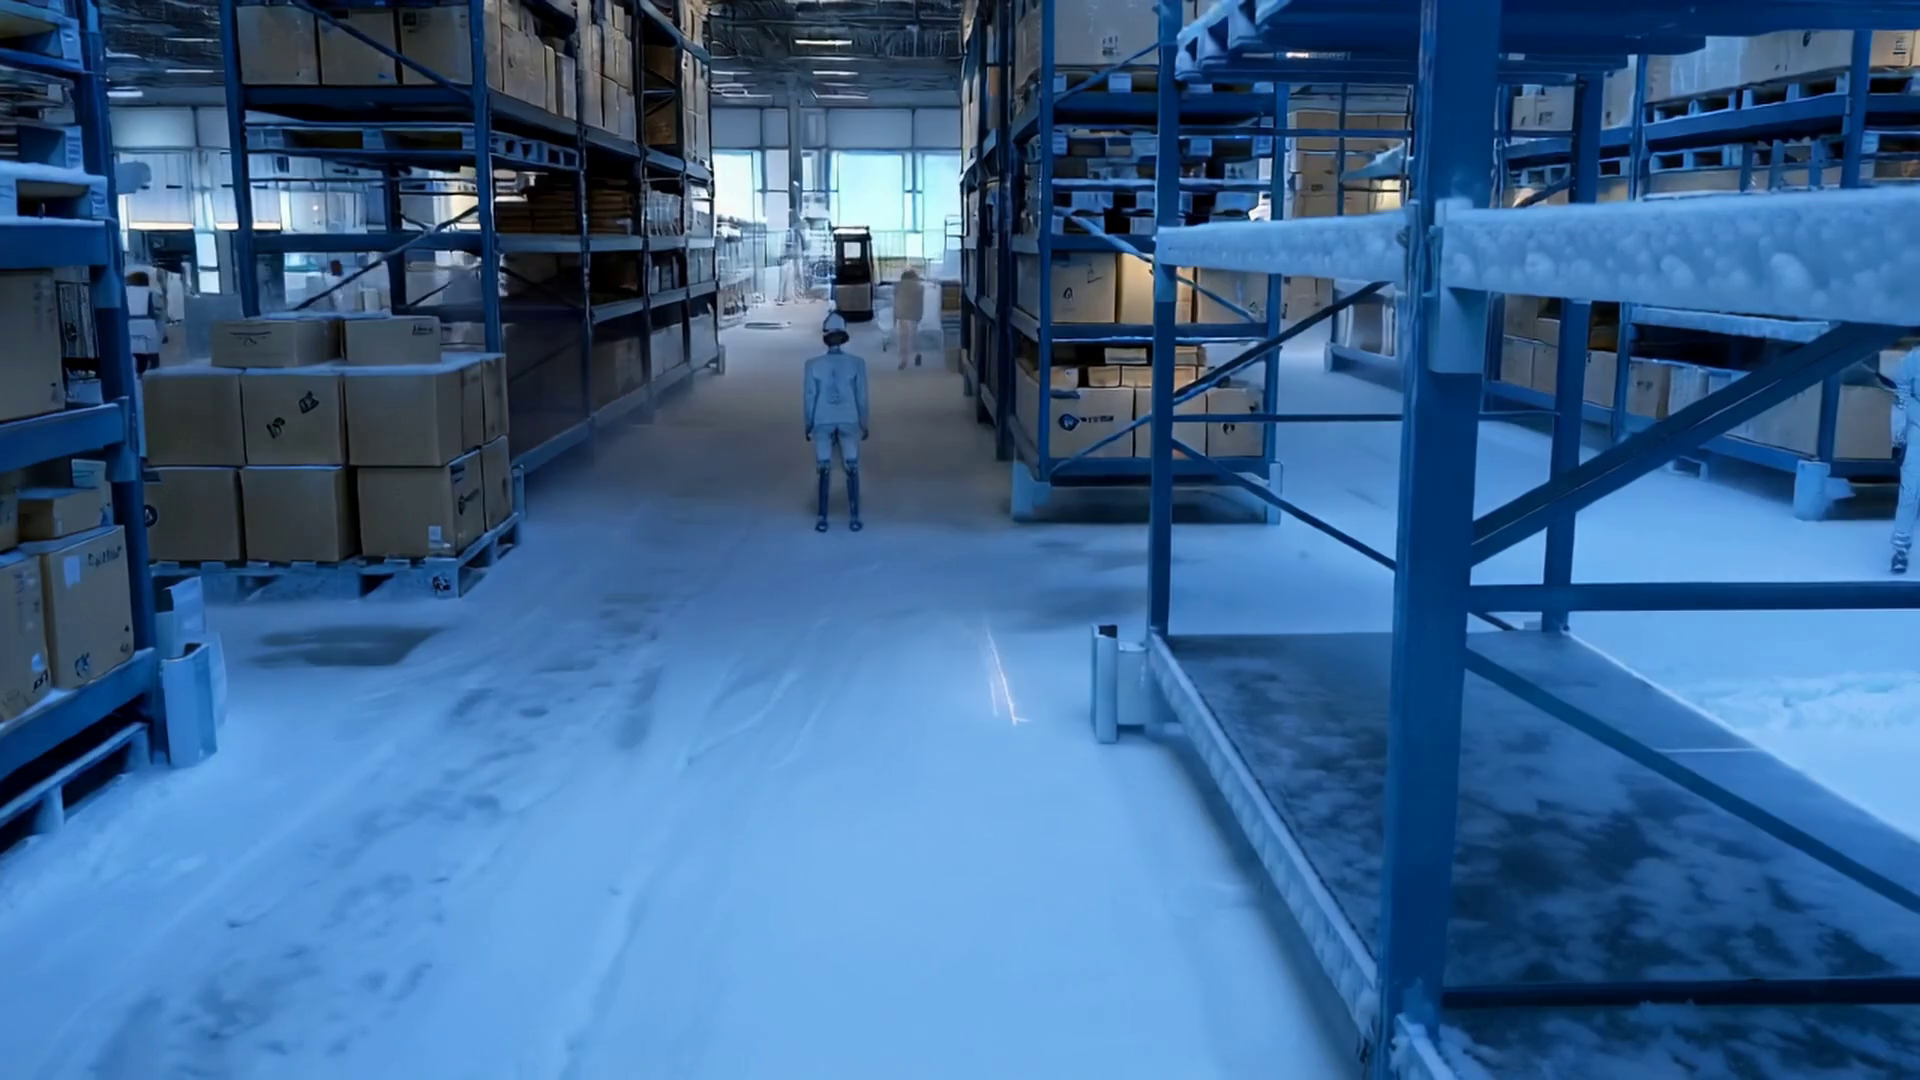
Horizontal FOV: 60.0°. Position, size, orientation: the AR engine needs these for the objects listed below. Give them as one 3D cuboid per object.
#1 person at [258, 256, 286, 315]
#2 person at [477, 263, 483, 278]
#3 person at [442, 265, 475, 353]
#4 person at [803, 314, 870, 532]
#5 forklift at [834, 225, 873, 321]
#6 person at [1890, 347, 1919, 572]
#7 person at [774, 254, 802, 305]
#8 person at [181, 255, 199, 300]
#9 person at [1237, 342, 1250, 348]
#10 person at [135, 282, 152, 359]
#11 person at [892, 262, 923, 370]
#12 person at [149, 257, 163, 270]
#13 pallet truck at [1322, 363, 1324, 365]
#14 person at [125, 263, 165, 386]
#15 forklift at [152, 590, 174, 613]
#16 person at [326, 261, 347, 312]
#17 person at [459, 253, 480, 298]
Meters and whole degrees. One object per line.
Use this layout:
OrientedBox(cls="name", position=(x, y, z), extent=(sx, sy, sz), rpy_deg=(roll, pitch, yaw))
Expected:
OrientedBox(cls="person", position=(-22.117, -8.102, 53.013), extent=(0.989, 1.897, 0.617), rpy_deg=(-8, 13, -37))
OrientedBox(cls="person", position=(-16.718, -9.131, 58.668), extent=(0.588, 1.919, 0.390), rpy_deg=(-7, 12, -33))
OrientedBox(cls="person", position=(-9.026, -3.951, 29.797), extent=(0.645, 1.915, 0.661), rpy_deg=(8, 13, 39))
OrientedBox(cls="person", position=(-0.998, -0.939, 13.461), extent=(0.533, 1.767, 0.315), rpy_deg=(-1, 10, -6))
OrientedBox(cls="forklift", position=(-3.136, -7.860, 48.907), extent=(1.129, 2.768, 1.873), rpy_deg=(0, 10, -2))
OrientedBox(cls="person", position=(6.929, -0.694, 11.739), extent=(0.645, 1.898, 0.398), rpy_deg=(4, 11, 21))
OrientedBox(cls="person", position=(-6.346, -9.621, 61.521), extent=(1.033, 1.890, 0.641), rpy_deg=(-1, 10, -4))
OrientedBox(cls="person", position=(-31.145, -10.591, 67.103), extent=(0.971, 1.818, 0.540), rpy_deg=(4, 11, 23))
OrientedBox(cls="person", position=(6.626, -5.227, 36.982), extent=(0.966, 1.905, 0.643), rpy_deg=(-4, 11, -21))
OrientedBox(cls="person", position=(-16.417, -4.481, 33.380), extent=(0.322, 1.697, 0.535), rpy_deg=(-2, 10, -13))
OrientedBox(cls="person", position=(-0.946, -4.135, 30.704), extent=(0.615, 1.969, 0.765), rpy_deg=(2, 10, 12))
OrientedBox(cls="person", position=(-24.539, -7.700, 50.787), extent=(0.573, 1.886, 0.354), rpy_deg=(7, 12, 34))
OrientedBox(cls="pallet truck", position=(7.712, -4.157, 30.737), extent=(1.885, 1.965, 0.823), rpy_deg=(3, 11, 16))
OrientedBox(cls="person", position=(-12.313, -3.146, 25.069), extent=(0.606, 2.023, 0.613), rpy_deg=(-2, 10, -11))
OrientedBox(cls="forklift", position=(-5.858, -0.811, 9.639), extent=(1.873, 2.768, 1.129), rpy_deg=(-1, 10, -3))
OrientedBox(cls="person", position=(-13.911, -5.237, 36.945), extent=(0.921, 1.935, 0.611), rpy_deg=(1, 10, 4))
OrientedBox(cls="person", position=(-14.381, -7.427, 48.833), extent=(0.699, 2.000, 0.704), rpy_deg=(7, 13, 36))
